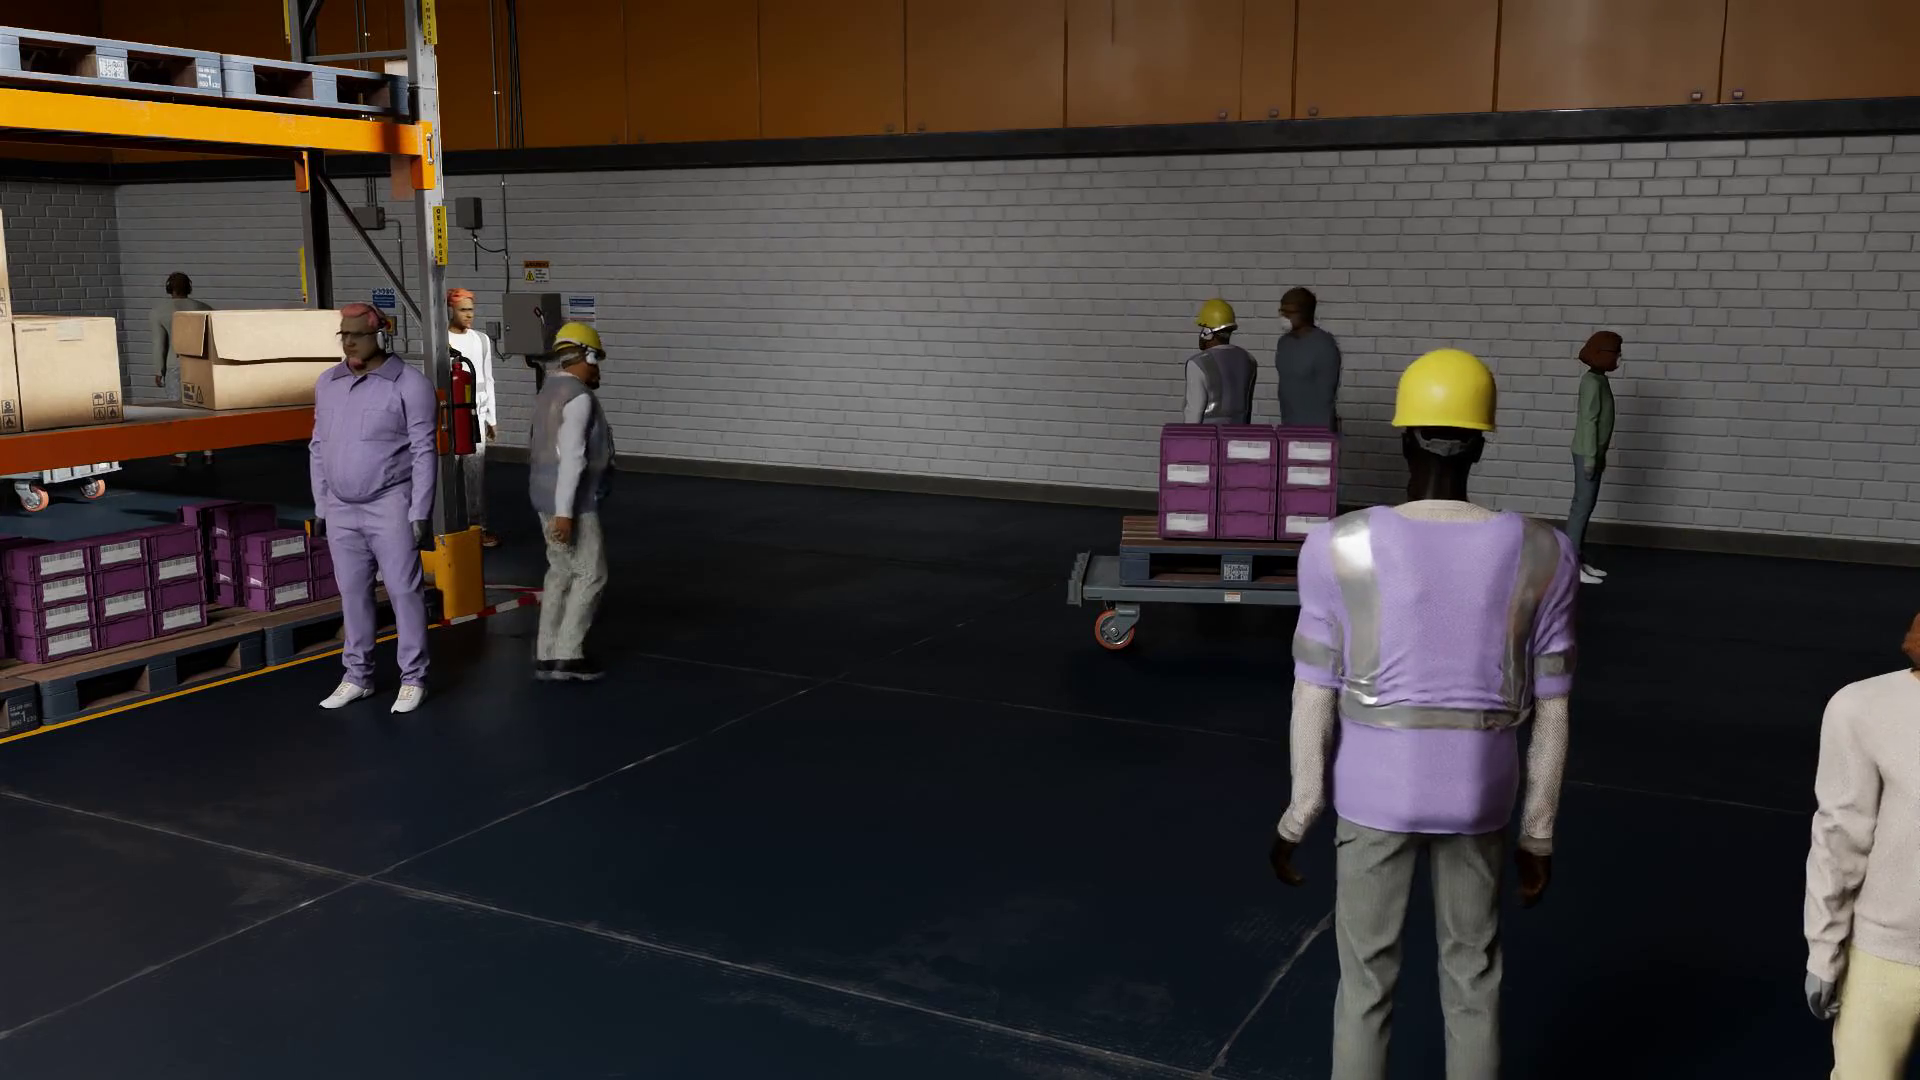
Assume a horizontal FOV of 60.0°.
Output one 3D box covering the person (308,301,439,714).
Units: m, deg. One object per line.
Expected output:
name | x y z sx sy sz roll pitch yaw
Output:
person | -2.729 -0.145 7.708 0.643 1.907 0.411 2 10 14

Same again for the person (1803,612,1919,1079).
person | 1.833 0.794 3.091 0.492 1.625 0.284 3 10 19

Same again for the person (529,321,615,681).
person | -1.943 -0.194 8.321 0.503 1.788 0.615 -6 11 -31

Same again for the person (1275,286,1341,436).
person | 2.270 -0.667 10.688 0.532 1.919 0.635 -5 11 -25

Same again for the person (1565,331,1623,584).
person | 4.098 -0.534 10.770 0.272 1.629 0.499 5 11 25

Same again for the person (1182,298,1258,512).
person | 1.633 -0.630 10.711 0.590 1.837 0.404 -8 13 -39

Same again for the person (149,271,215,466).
person | -7.745 -1.704 16.639 0.631 1.940 0.372 -9 14 -43

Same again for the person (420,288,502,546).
person | -3.578 -0.859 11.923 0.349 1.879 0.577 7 12 36

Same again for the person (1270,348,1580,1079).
person | 1.004 0.549 3.628 0.603 1.926 0.370 1 10 4
